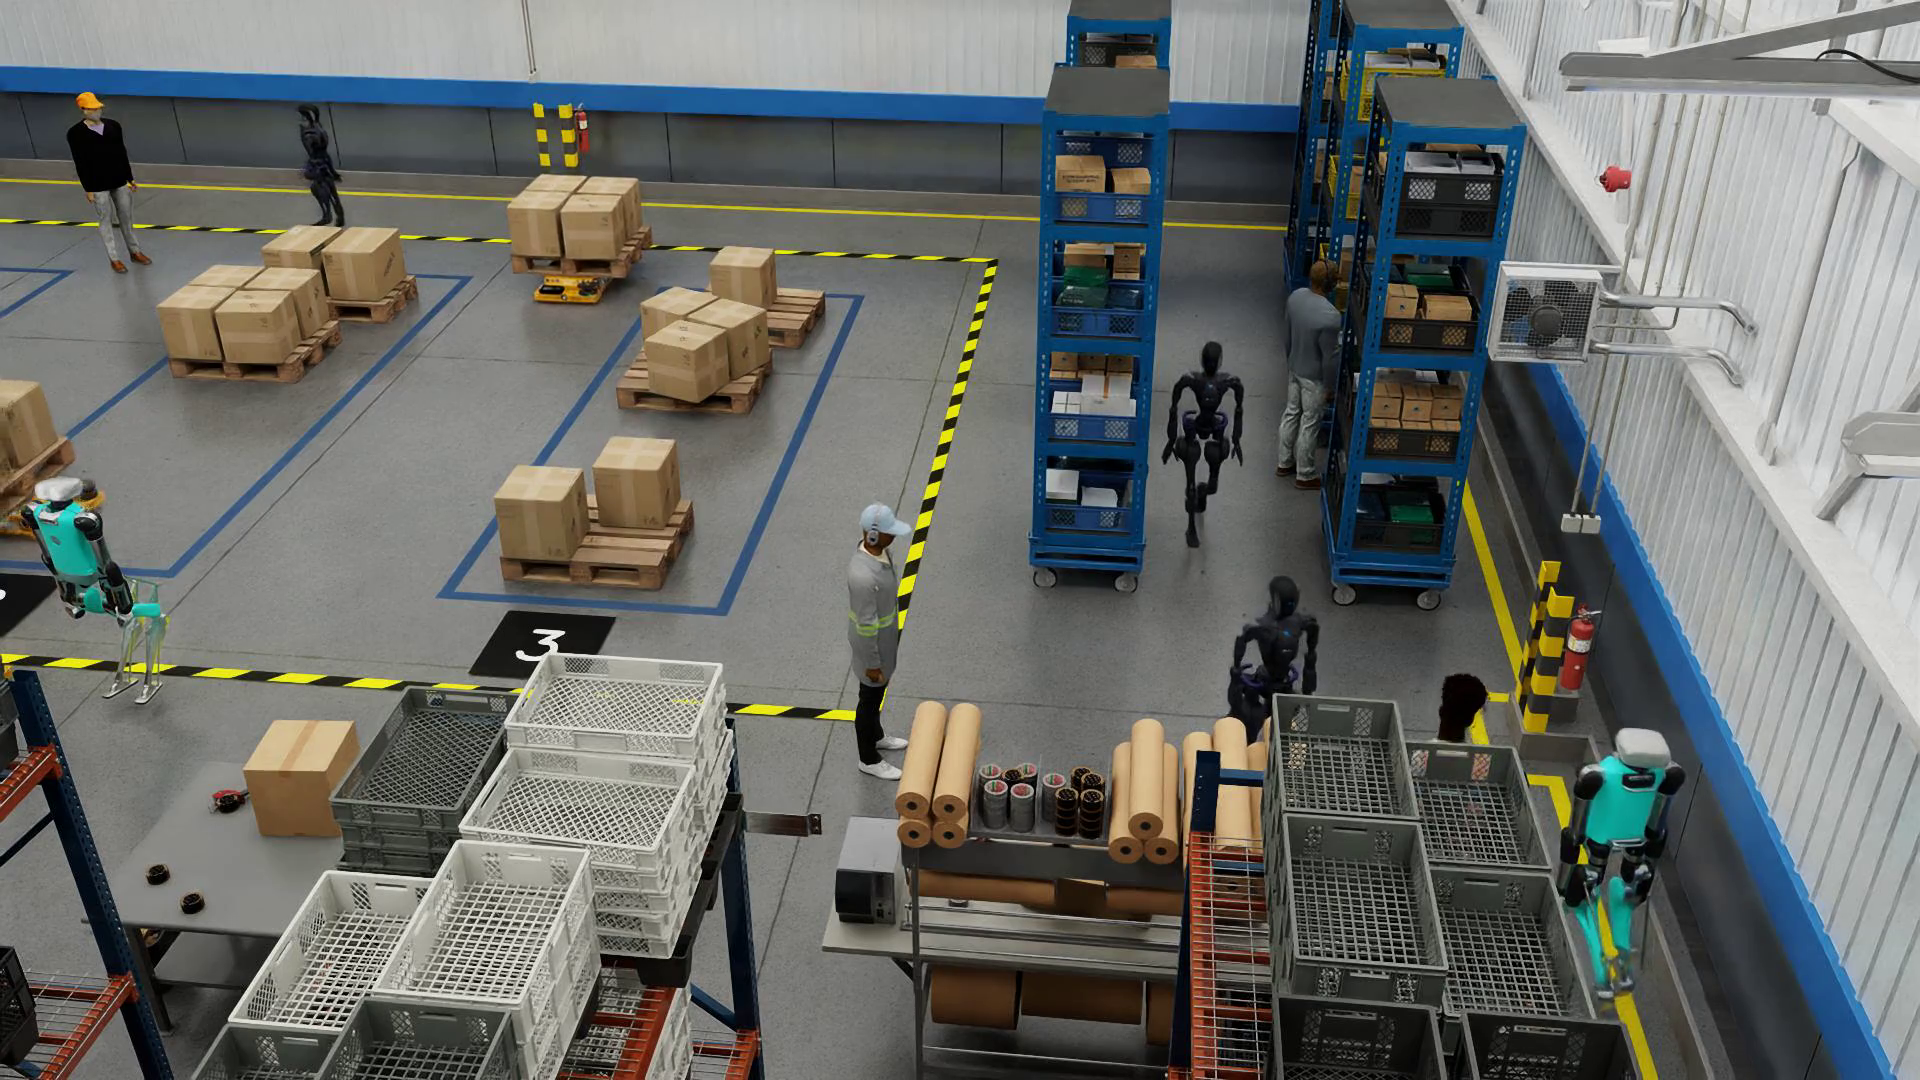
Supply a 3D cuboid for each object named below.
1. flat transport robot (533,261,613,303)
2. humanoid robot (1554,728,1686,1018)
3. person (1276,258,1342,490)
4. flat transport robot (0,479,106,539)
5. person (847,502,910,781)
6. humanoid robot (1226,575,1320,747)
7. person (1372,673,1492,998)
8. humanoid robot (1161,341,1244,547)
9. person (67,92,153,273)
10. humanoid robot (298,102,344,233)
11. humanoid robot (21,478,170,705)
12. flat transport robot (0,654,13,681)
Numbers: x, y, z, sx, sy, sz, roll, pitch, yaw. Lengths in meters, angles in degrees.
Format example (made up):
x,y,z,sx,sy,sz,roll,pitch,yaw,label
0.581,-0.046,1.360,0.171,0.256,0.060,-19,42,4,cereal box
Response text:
x,y,z,sx,sy,sz,roll,pitch,yaw,label
-3.964,-2.867,17.571,0.652,0.197,1.431,3,30,6,flat transport robot
3.233,1.814,8.141,0.556,1.826,0.708,-4,30,-7,humanoid robot
2.809,-1.327,13.293,0.360,1.938,0.634,-13,32,-20,person
-7.622,-0.286,13.137,1.431,0.197,0.652,3,30,6,flat transport robot
-0.486,0.596,10.076,0.382,1.852,0.586,3,30,5,person
1.804,0.931,9.680,0.589,1.652,0.328,-10,32,-16,humanoid robot
2.390,1.531,8.383,0.607,1.939,0.579,2,30,4,person
1.850,-0.809,12.692,0.616,1.631,0.697,1,30,1,humanoid robot
-8.992,-3.779,17.560,0.361,1.884,0.587,18,35,29,person
-7.002,-3.958,18.086,0.574,1.641,0.602,-2,30,-4,humanoid robot
-5.413,0.250,10.648,0.533,1.681,0.735,9,31,15,humanoid robot
-7.142,0.969,11.010,1.431,0.231,0.659,3,30,6,flat transport robot
